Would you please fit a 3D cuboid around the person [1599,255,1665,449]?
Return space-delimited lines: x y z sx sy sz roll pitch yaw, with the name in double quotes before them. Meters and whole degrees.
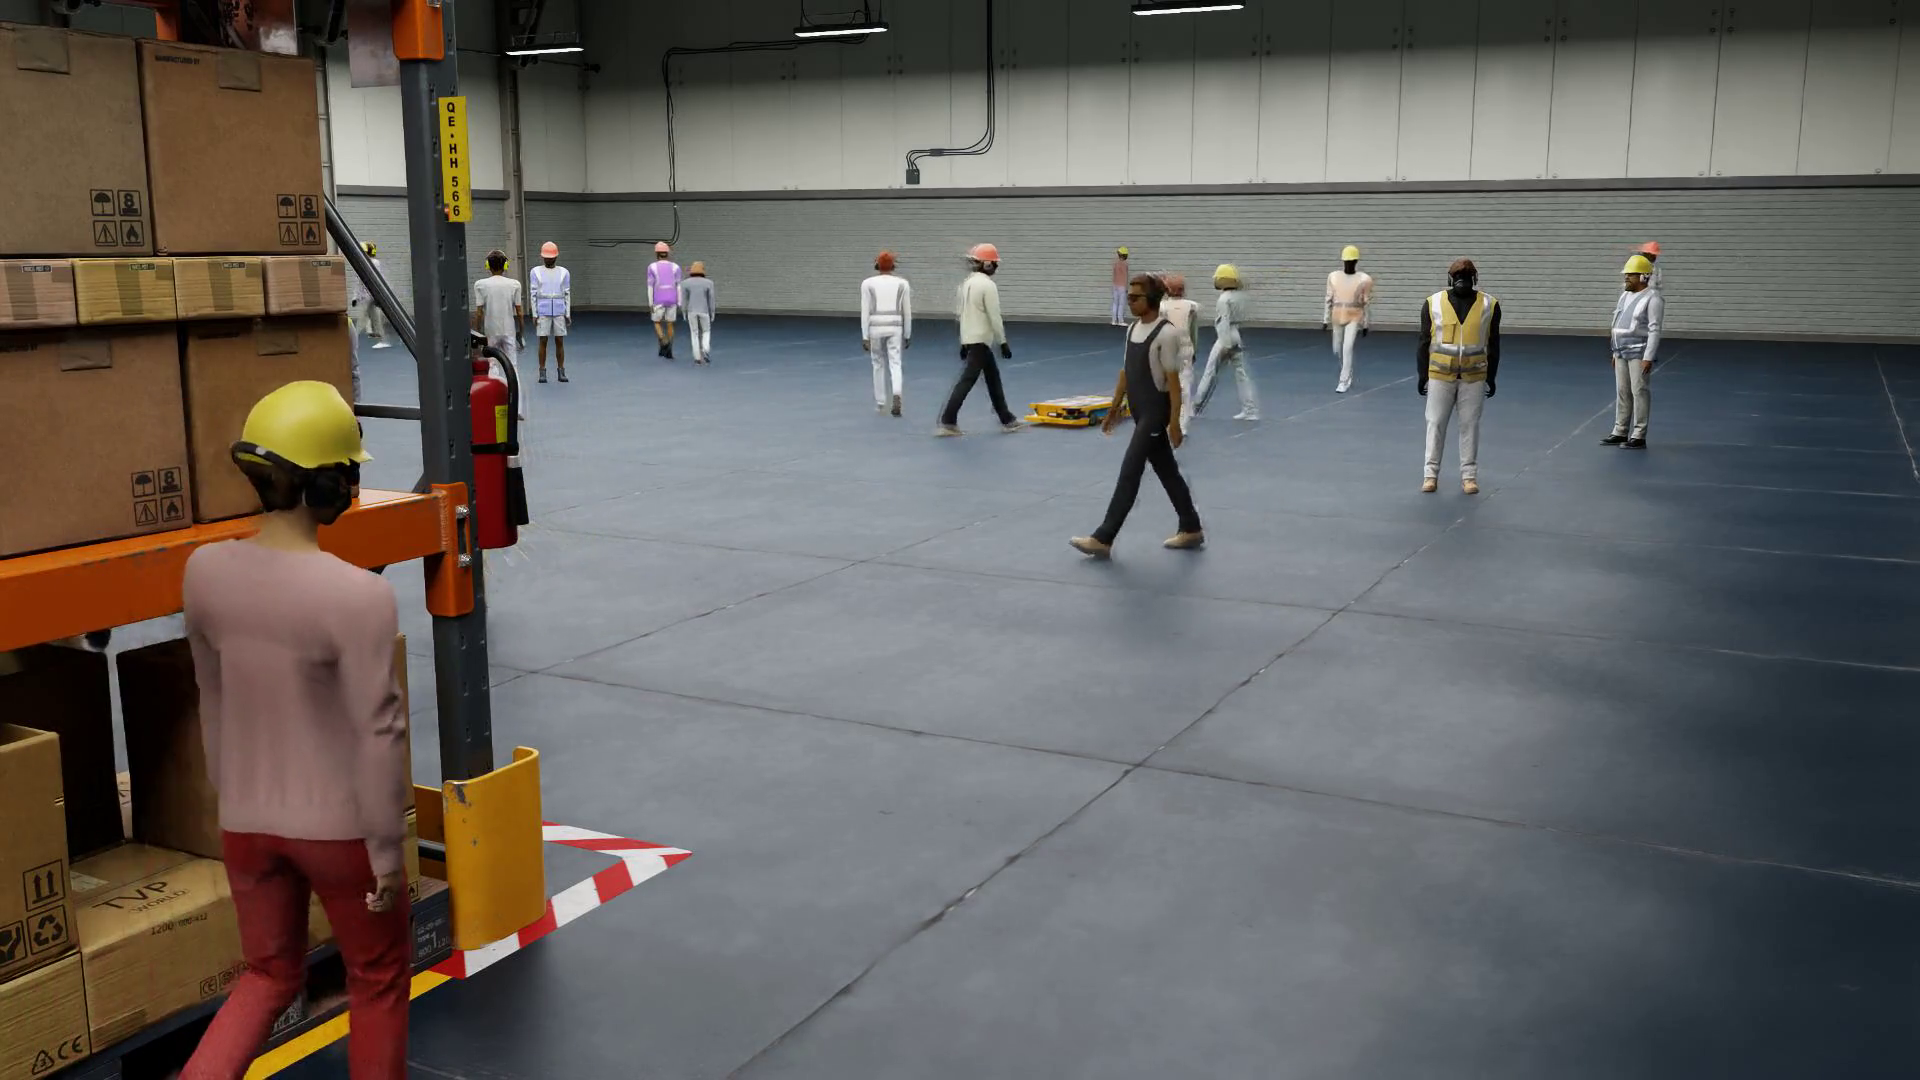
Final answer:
"person" 6.399 -1.781 15.826 0.404 1.833 0.592 -3 11 -14

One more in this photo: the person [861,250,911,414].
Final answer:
"person" -0.825 -2.343 18.831 0.576 1.861 0.845 -2 11 -9

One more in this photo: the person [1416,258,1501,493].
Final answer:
"person" 3.917 -1.287 13.107 0.633 1.843 0.429 2 11 12

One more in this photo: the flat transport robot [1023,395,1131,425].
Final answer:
"flat transport robot" 1.341 -1.422 18.127 0.652 0.197 1.431 7 13 34

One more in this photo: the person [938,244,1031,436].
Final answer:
"person" 0.221 -2.020 16.876 1.047 1.943 0.600 -3 11 -18

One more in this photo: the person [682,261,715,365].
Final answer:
"person" -4.101 -3.556 26.099 0.505 1.617 0.365 -1 10 -6

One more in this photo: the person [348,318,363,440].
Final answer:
"person" -3.911 -0.721 10.022 0.625 1.844 0.429 -6 12 -29

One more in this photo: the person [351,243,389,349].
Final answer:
"person" -10.655 -4.324 29.546 0.970 1.875 0.607 -8 13 -37

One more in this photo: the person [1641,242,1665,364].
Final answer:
"person" 10.709 -3.656 25.839 0.571 1.904 0.802 -4 11 -18

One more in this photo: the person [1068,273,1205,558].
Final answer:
"person" 1.177 -0.786 10.529 1.016 1.794 0.513 -3 11 -18

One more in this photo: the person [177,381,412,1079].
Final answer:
"person" -1.331 0.563 3.273 0.528 1.743 0.659 4 11 20

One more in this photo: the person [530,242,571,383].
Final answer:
"person" -5.626 -3.129 22.914 0.543 1.927 0.375 -4 11 -21

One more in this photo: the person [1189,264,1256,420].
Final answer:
"person" 2.880 -2.173 18.339 0.901 1.698 0.493 6 12 31

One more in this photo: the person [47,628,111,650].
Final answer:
"person" -2.903 0.267 5.277 0.333 1.608 0.574 -1 10 -5

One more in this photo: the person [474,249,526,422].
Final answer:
"person" -4.972 -2.195 17.982 0.532 1.870 0.315 -4 11 -19

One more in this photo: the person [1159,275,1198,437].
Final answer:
"person" 2.163 -1.865 16.877 0.536 1.620 0.606 -2 11 -11

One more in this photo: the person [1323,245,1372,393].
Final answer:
"person" 5.064 -2.884 21.654 0.591 1.903 0.829 7 12 32

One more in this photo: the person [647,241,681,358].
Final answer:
"person" -4.845 -3.928 27.299 0.561 1.924 0.495 -4 11 -21

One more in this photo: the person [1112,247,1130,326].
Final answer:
"person" 3.610 -5.645 37.084 0.330 1.765 0.533 -5 11 -25

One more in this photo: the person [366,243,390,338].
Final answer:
"person" -11.627 -4.944 32.970 0.510 1.872 0.328 4 11 21
